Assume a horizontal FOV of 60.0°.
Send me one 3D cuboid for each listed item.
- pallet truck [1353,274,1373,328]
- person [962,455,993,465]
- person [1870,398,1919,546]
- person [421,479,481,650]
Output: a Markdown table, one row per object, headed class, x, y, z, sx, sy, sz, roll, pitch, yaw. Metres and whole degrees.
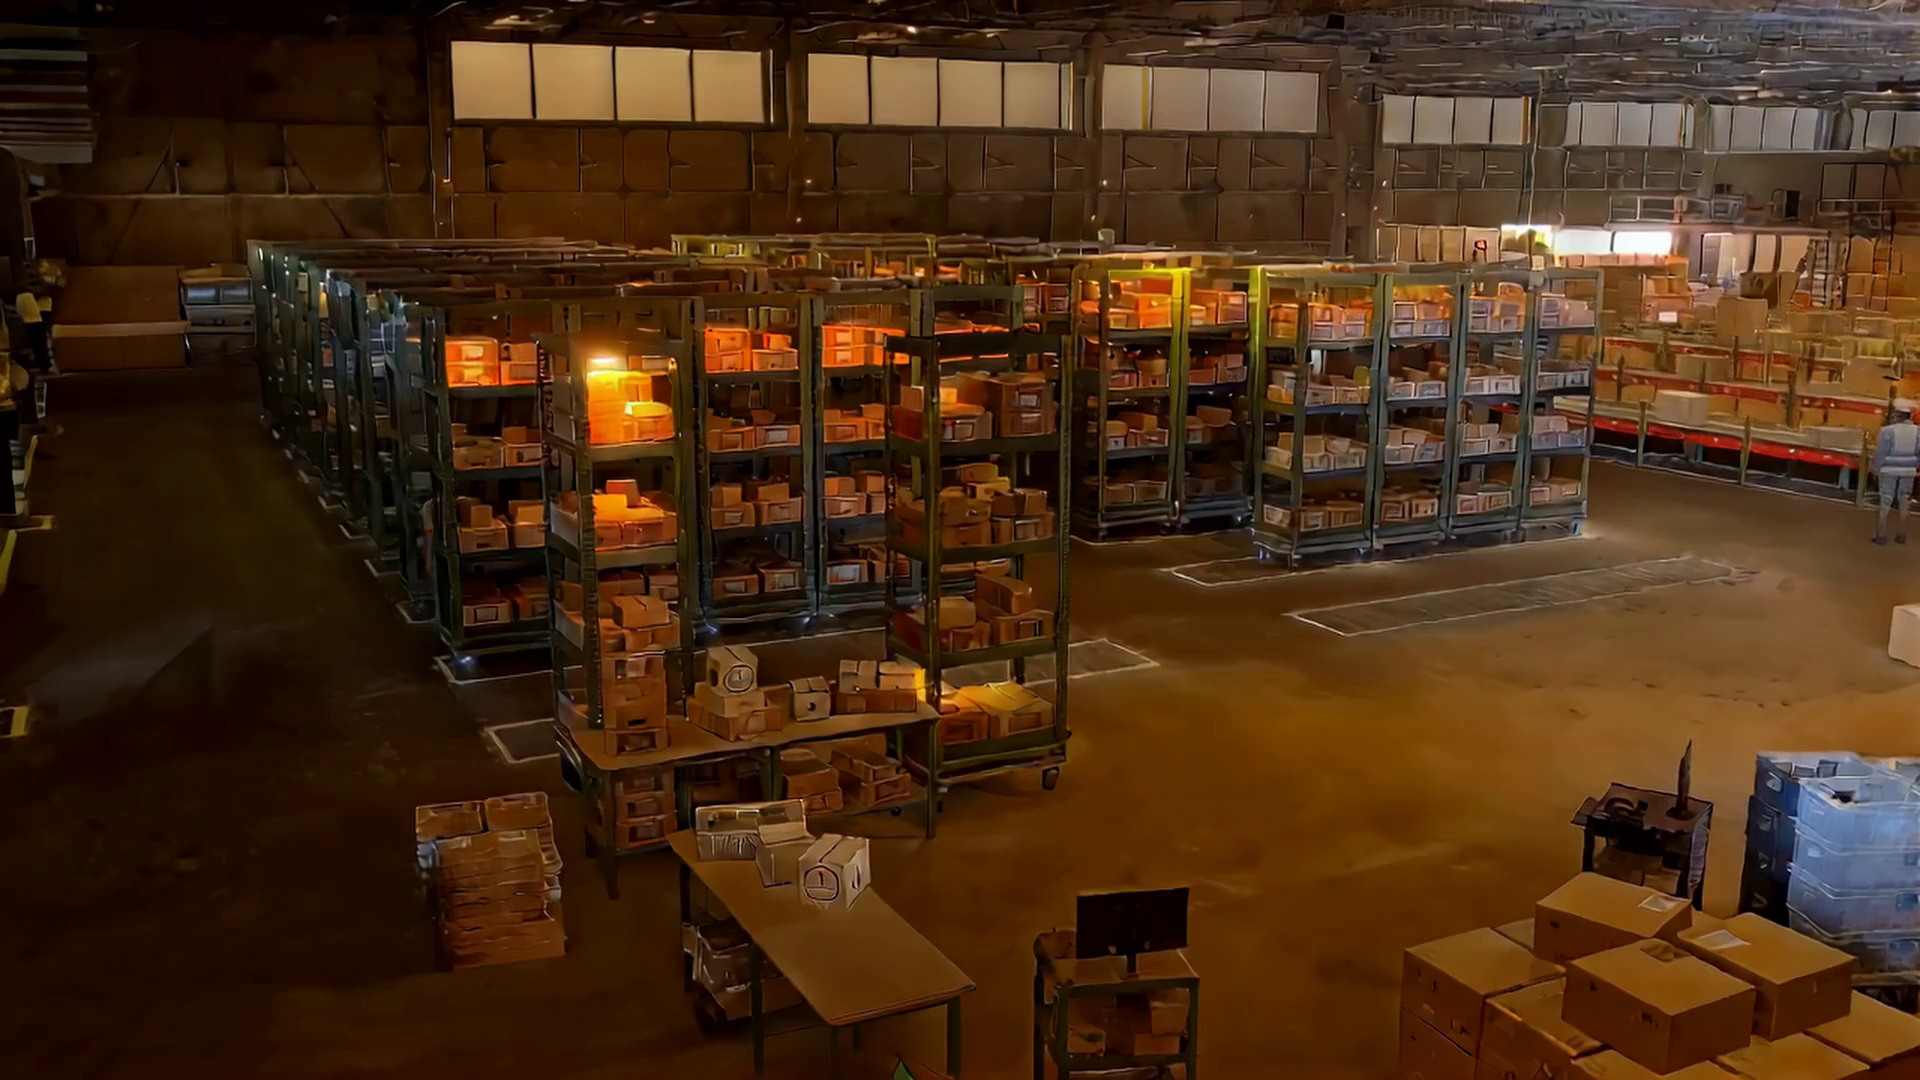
| class | x | y | z | sx | sy | sz | roll | pitch | yaw |
| --- | --- | --- | --- | --- | --- | --- | --- | --- | --- |
| pallet truck | 13.011 | -8.050 | 55.243 | 0.823 | 1.965 | 1.885 | -7 | 14 | -28 |
| person | 0.278 | -0.910 | 22.339 | 0.556 | 1.850 | 0.591 | -2 | 12 | -9 |
| person | 12.320 | -0.891 | 21.881 | 0.615 | 1.942 | 0.407 | 1 | 12 | 6 |
| person | -5.216 | 0.186 | 17.075 | 0.566 | 1.846 | 0.387 | -9 | 15 | -36 |
